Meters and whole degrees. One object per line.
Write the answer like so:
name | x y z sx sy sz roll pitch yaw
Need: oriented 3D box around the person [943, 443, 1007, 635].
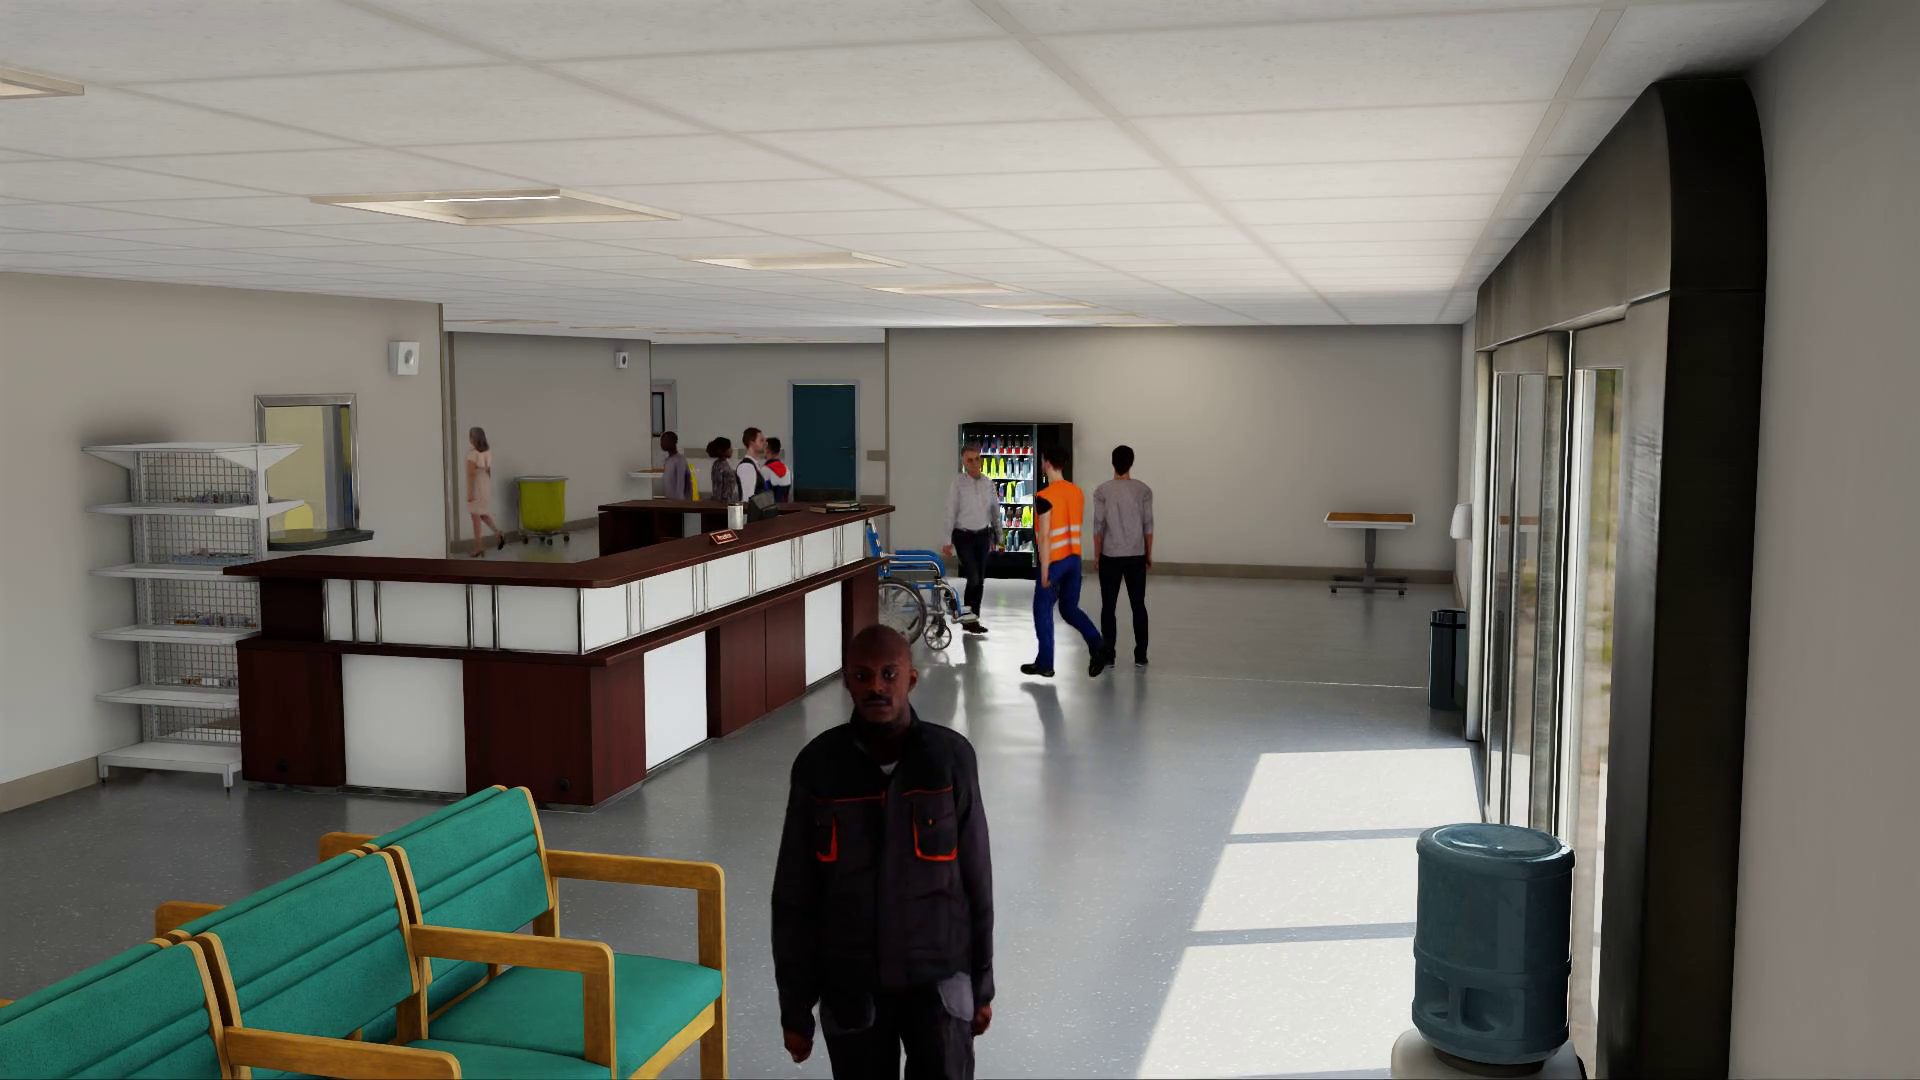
person | 0.063 -0.004 15.426 0.889 1.786 0.944 -4 7 -36

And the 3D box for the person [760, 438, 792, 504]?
person | -1.899 -0.182 17.482 1.115 1.729 0.907 4 7 38

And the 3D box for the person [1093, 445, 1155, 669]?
person | 1.355 0.129 13.822 0.590 1.843 0.779 0 6 -3

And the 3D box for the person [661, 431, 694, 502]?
person | -3.194 -0.385 19.399 0.991 1.750 0.964 -5 7 -38

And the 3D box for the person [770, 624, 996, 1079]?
person | -0.181 1.098 4.338 0.764 1.814 0.890 -1 6 -5

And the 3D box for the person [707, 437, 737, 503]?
person | -2.779 -0.312 18.893 0.849 1.705 0.628 1 6 11

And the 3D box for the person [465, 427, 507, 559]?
person | -6.203 -0.609 21.744 0.839 1.727 0.657 2 6 23

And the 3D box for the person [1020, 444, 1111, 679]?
person | 0.858 0.196 13.087 0.994 1.858 1.164 -5 8 -44

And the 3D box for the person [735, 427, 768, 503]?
person | -2.048 -0.093 15.630 1.000 1.922 0.841 0 6 -4
